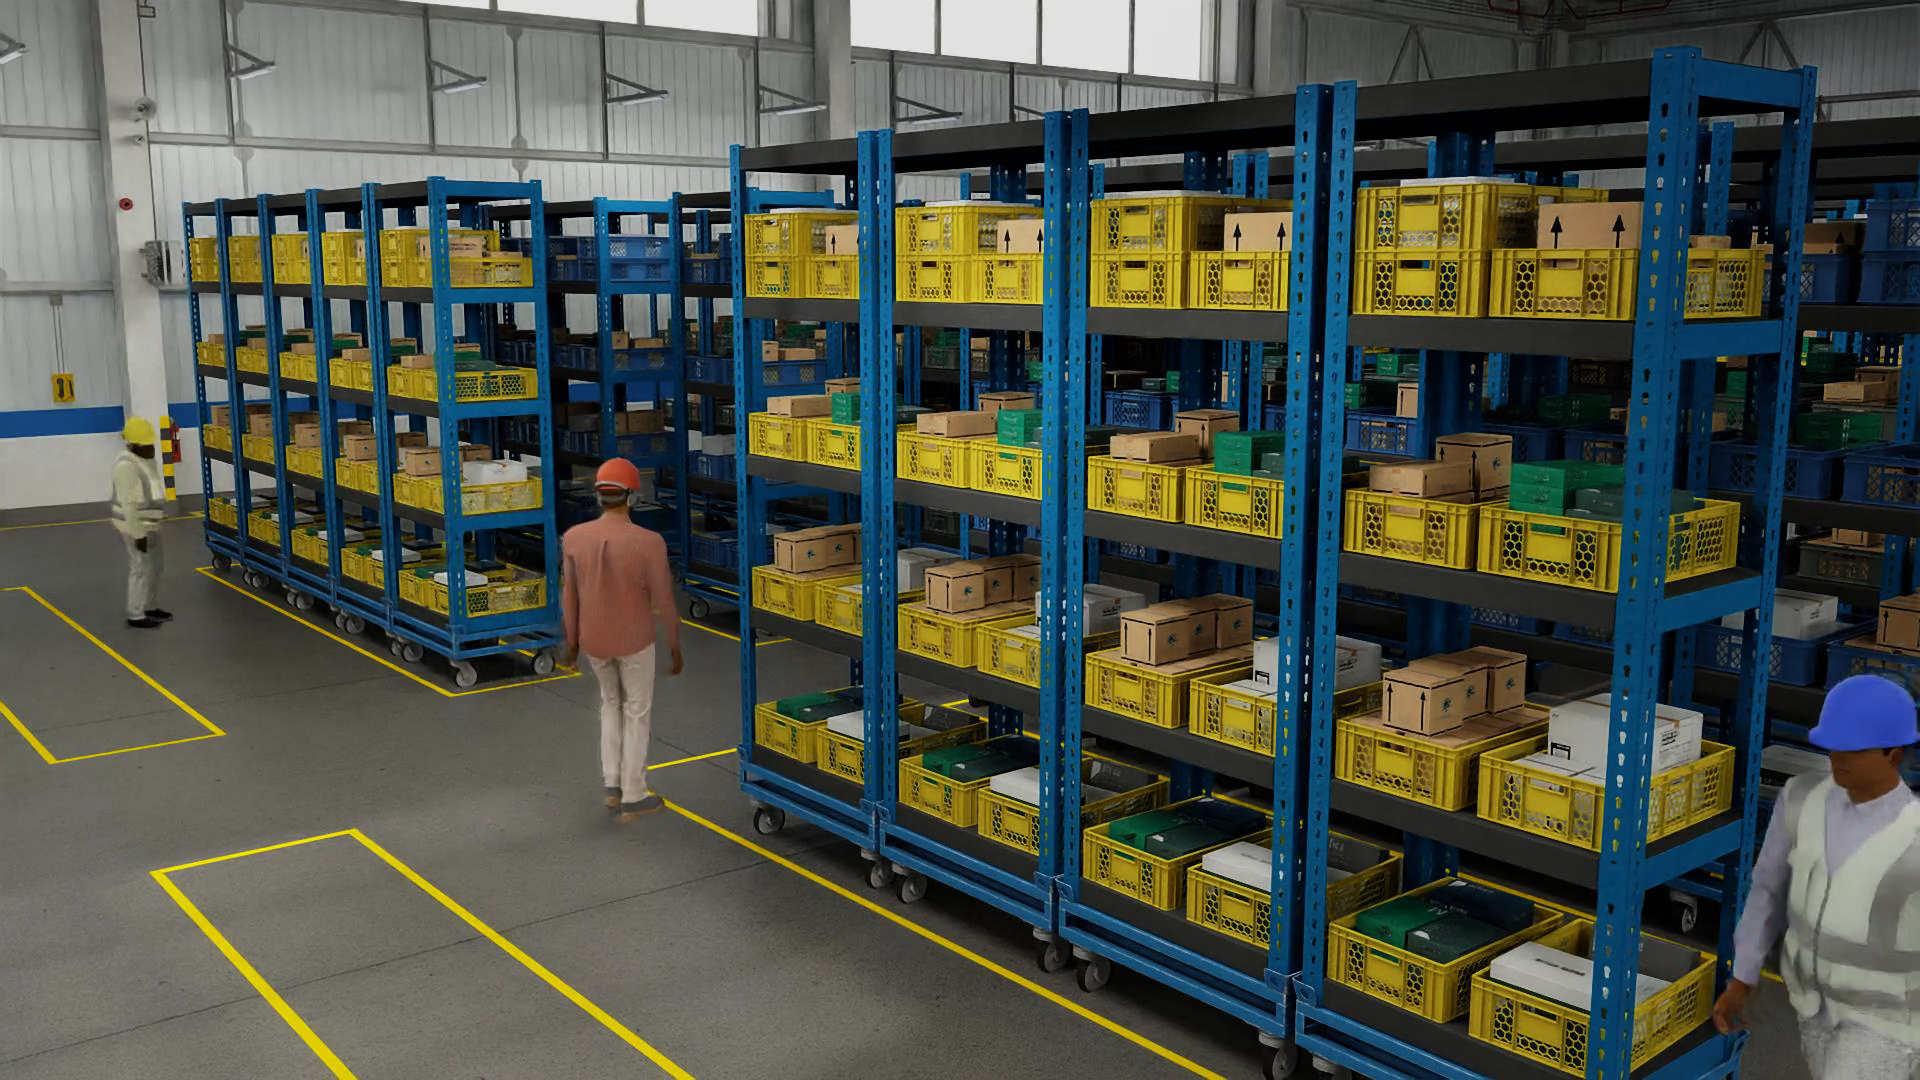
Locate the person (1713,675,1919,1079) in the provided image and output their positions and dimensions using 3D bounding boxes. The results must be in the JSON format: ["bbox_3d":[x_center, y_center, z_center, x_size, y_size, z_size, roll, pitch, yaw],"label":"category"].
[{"bbox_3d":[2.435,1.305,4.651,0.994,1.894,0.606,-3,10,-20],"label":"person"}]

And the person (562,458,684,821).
[{"bbox_3d":[-1.819,0.537,9.038,0.665,1.980,0.479,2,10,15],"label":"person"}]

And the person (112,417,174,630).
[{"bbox_3d":[-6.696,-0.127,13.637,0.455,1.788,0.634,-1,10,-9],"label":"person"}]
